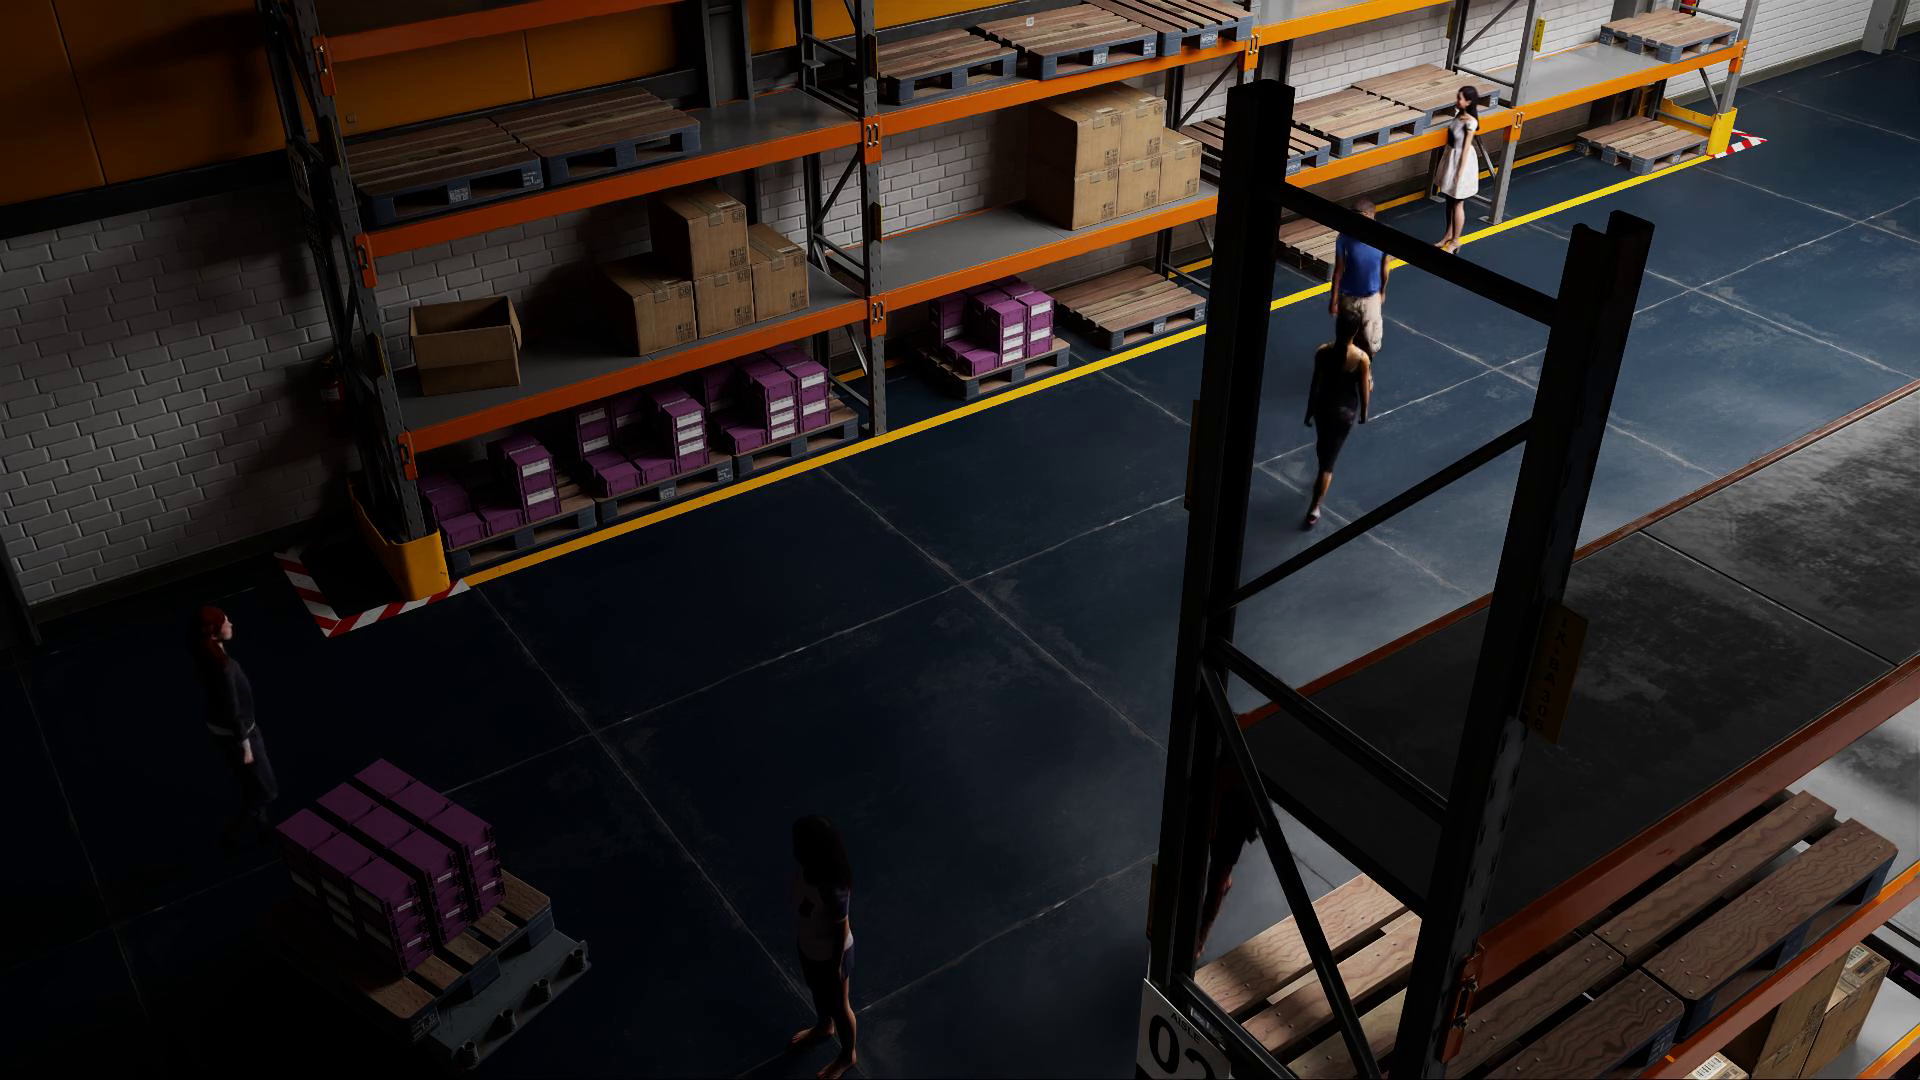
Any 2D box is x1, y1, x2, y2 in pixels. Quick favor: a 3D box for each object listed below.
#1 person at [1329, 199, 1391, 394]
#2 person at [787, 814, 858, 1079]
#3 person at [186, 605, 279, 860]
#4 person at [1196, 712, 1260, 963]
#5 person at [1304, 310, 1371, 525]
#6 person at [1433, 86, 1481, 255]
[{"bbox_3d":[3.515,-2.163,14.567,0.845,1.827,0.903,1,34,1],"label":"person"},{"bbox_3d":[-0.687,2.025,8.376,0.547,1.707,0.610,-18,37,-24],"label":"person"},{"bbox_3d":[-4.275,1.152,9.630,0.729,1.771,0.629,-26,41,-33],"label":"person"},{"bbox_3d":[1.499,1.529,9.291,0.788,1.518,1.094,20,39,28],"label":"person"},{"bbox_3d":[2.863,-0.907,12.807,0.998,1.684,1.222,13,36,19],"label":"person"},{"bbox_3d":[5.107,-3.786,17.062,0.801,1.769,0.771,-2,34,-3],"label":"person"}]
